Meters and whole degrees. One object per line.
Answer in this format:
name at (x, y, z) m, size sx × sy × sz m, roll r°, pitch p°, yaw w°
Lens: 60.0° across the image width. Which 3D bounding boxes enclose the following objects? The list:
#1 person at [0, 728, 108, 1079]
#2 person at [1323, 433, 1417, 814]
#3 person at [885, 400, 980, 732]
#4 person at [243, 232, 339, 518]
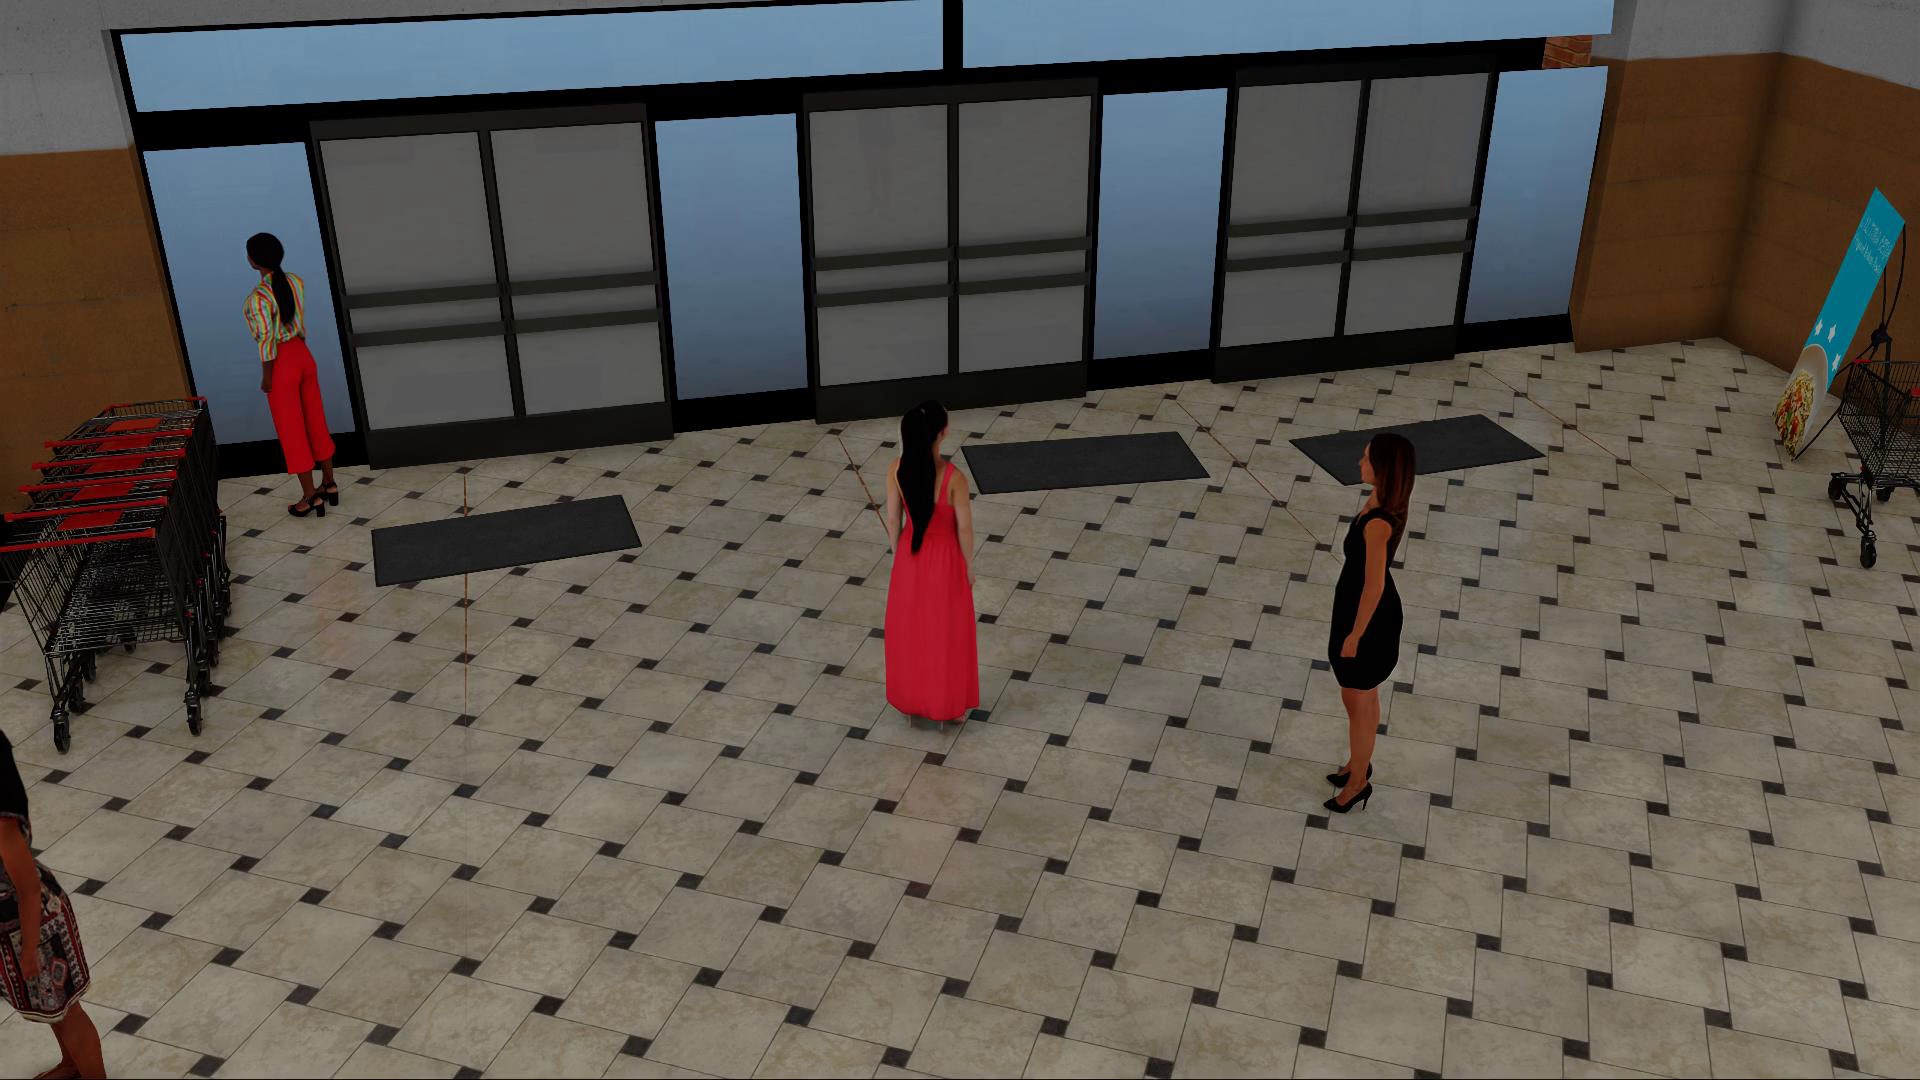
person at (-3.216, 1.303, 5.719) m, size 0.784 × 1.645 × 0.643 m, roll -23°, pitch 35°, yaw -37°
person at (1.790, 0.385, 7.320) m, size 0.722 × 1.835 × 0.627 m, roll 8°, pitch 28°, yaw 16°
person at (-0.142, 0.138, 7.925) m, size 0.713 × 1.727 × 0.748 m, roll 10°, pitch 28°, yaw 18°
person at (-4.063, -0.994, 10.085) m, size 0.742 × 1.793 × 0.638 m, roll 8°, pitch 28°, yaw 15°
